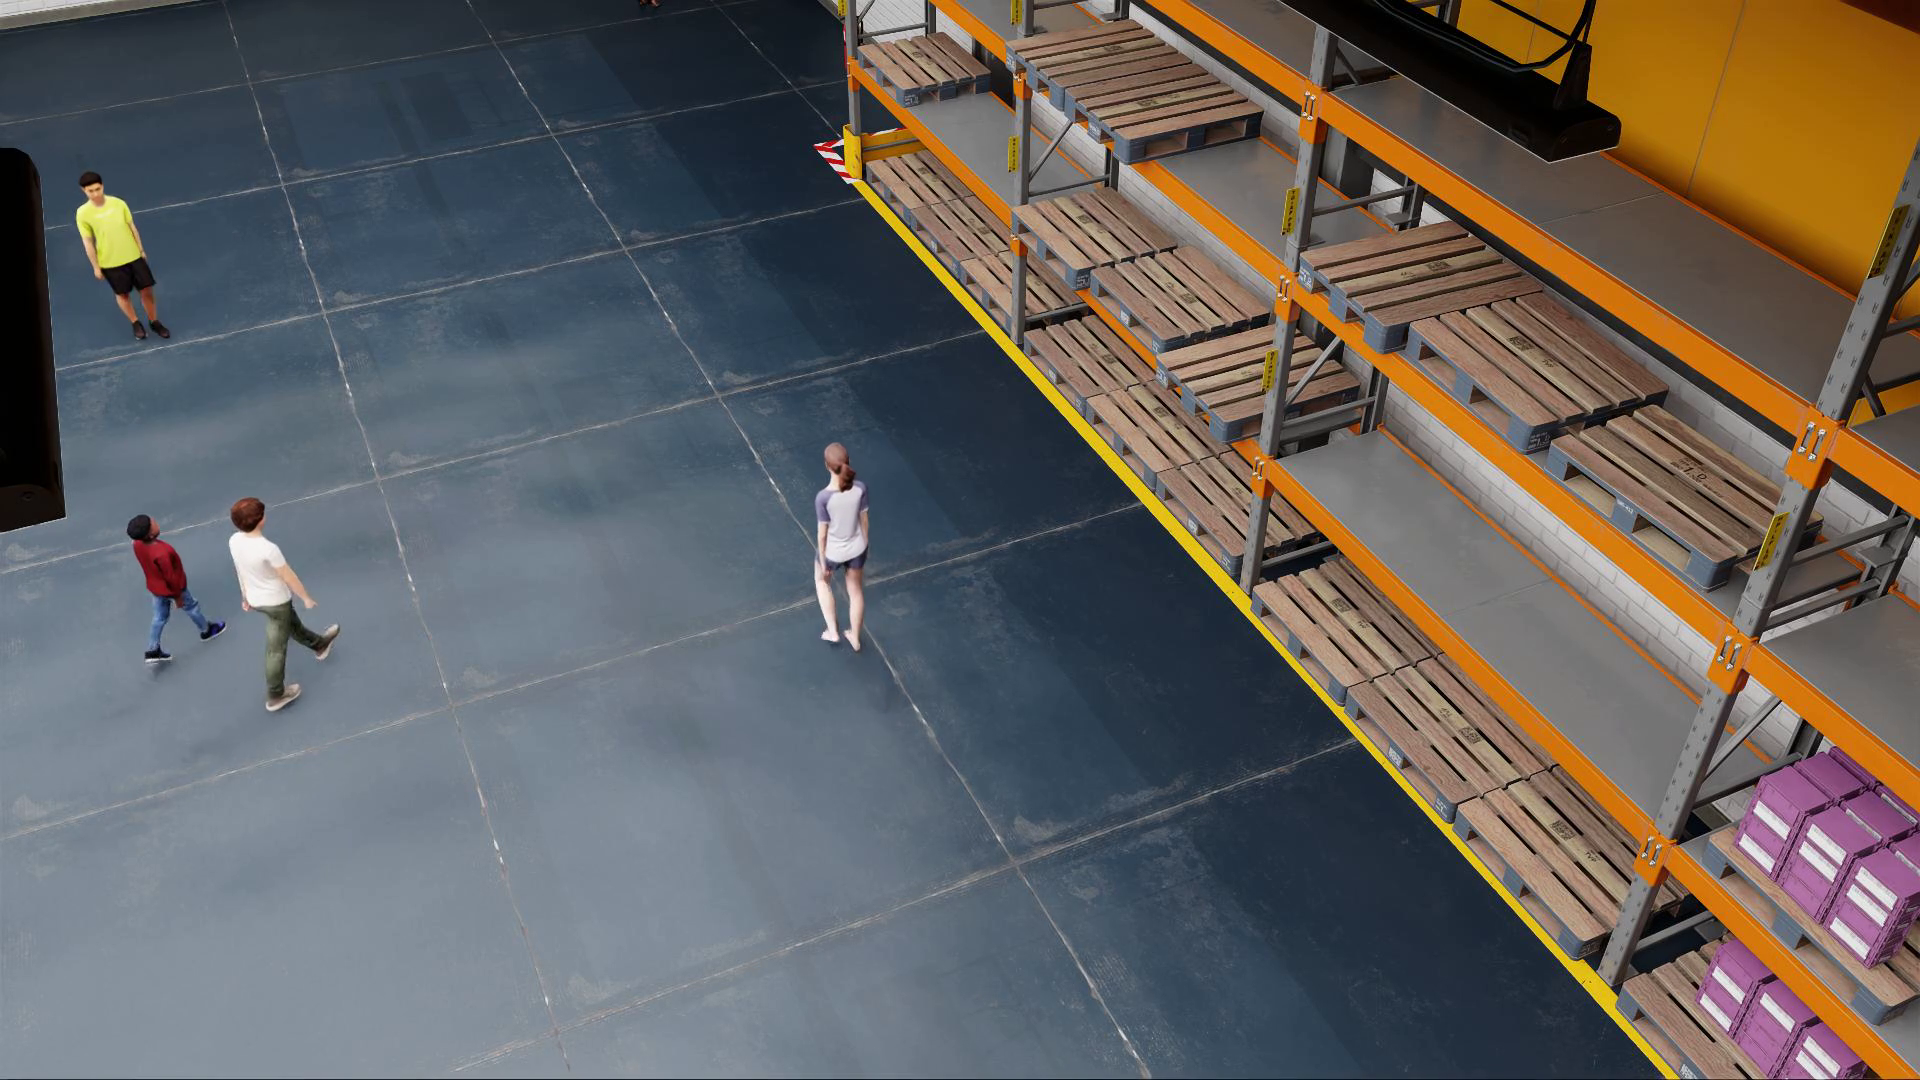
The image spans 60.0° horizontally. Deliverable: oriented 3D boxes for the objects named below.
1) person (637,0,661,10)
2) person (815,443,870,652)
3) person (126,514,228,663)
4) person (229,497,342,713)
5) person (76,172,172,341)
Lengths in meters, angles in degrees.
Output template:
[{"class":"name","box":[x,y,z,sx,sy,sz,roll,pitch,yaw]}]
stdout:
[{"class":"person","box":[-4.173,-7.887,21.780,0.644,1.818,0.737,19,43,23]},{"class":"person","box":[-0.798,0.118,11.809,0.589,1.752,0.620,-13,40,-16]},{"class":"person","box":[-5.741,0.362,11.914,0.869,1.238,0.868,18,42,21]},{"class":"person","box":[-4.808,0.483,11.460,1.067,1.618,1.073,16,41,19]},{"class":"person","box":[-7.770,-2.637,15.306,0.726,1.692,0.759,-27,46,-29]}]
